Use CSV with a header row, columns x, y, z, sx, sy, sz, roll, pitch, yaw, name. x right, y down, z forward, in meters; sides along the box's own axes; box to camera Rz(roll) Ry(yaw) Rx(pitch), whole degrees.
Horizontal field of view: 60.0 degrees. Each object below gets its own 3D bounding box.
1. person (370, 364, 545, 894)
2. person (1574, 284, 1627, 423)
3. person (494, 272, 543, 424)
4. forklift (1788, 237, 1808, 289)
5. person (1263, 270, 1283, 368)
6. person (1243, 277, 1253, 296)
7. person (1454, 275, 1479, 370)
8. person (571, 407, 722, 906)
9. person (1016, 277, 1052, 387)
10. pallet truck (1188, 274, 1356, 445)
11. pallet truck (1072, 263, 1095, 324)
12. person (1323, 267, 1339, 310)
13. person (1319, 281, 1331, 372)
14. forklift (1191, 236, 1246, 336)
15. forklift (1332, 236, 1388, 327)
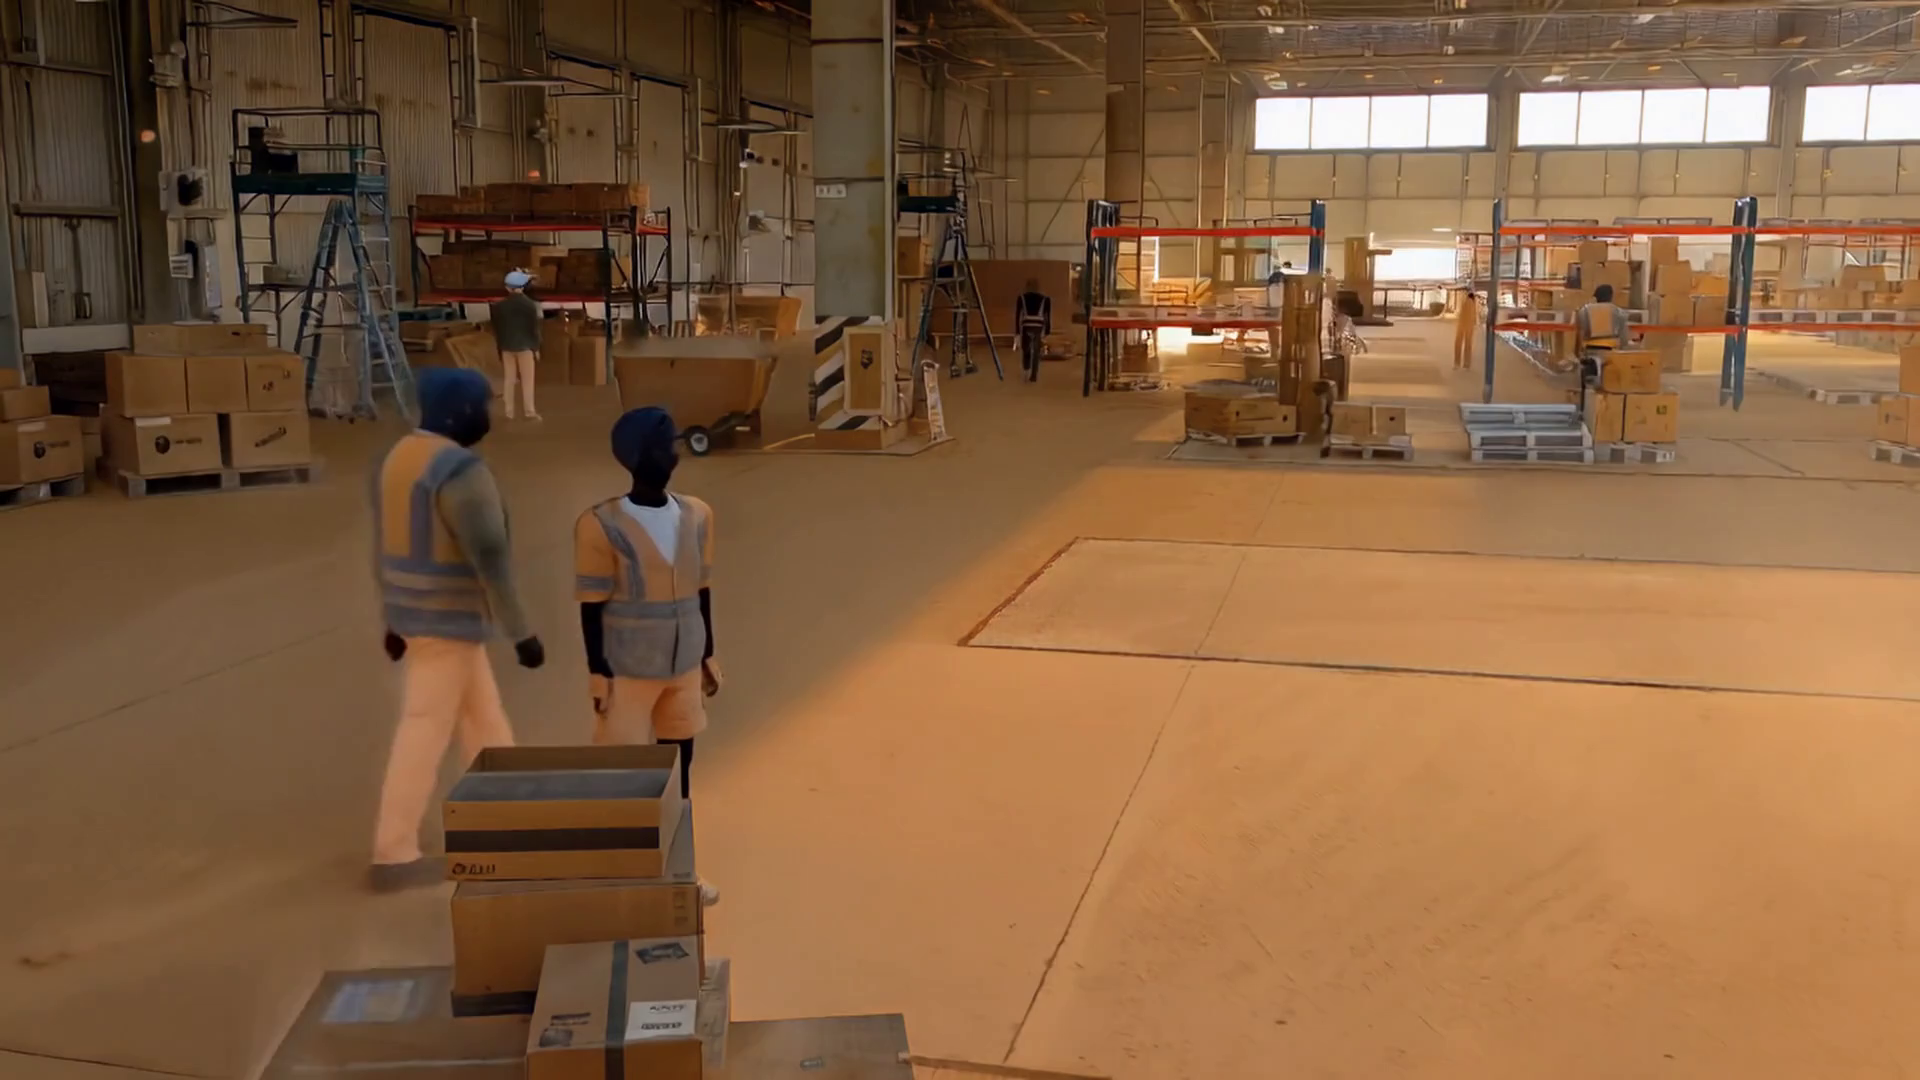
x,y,z,sx,sy,sz,roll,pitch,yaw,name
-1.698,0.289,5.865,0.966,1.793,0.631,-7,12,-36,person
8.214,-2.357,21.343,0.633,1.841,0.429,4,10,20,person
-5.799,-2.515,21.830,0.612,1.990,0.392,3,10,14,person
26.447,-8.212,52.757,1.873,2.768,1.129,2,10,14,forklift
6.247,-4.369,32.907,0.629,1.937,0.378,-8,12,-38,person
8.285,-6.873,48.570,0.518,1.626,0.526,3,10,16,person
9.883,-4.242,32.421,0.504,1.847,0.345,-4,10,-23,person
-1.015,0.411,5.467,0.533,1.697,0.318,-9,13,-44,person
1.270,-3.552,28.364,0.596,1.838,0.936,1,10,6,person
3.653,-2.138,19.590,1.885,1.965,0.823,-4,10,-20,pallet truck
4.325,-8.180,55.162,0.823,1.965,1.885,6,11,31,pallet truck
10.464,-6.812,47.323,0.634,1.922,0.531,-1,10,-7,person
6.842,-4.049,31.631,0.490,1.737,0.322,-2,10,-14,person
7.204,-6.885,44.940,1.129,2.768,1.873,-5,11,-27,forklift
12.227,-8.024,51.649,1.873,2.768,1.129,-2,10,-14,forklift
